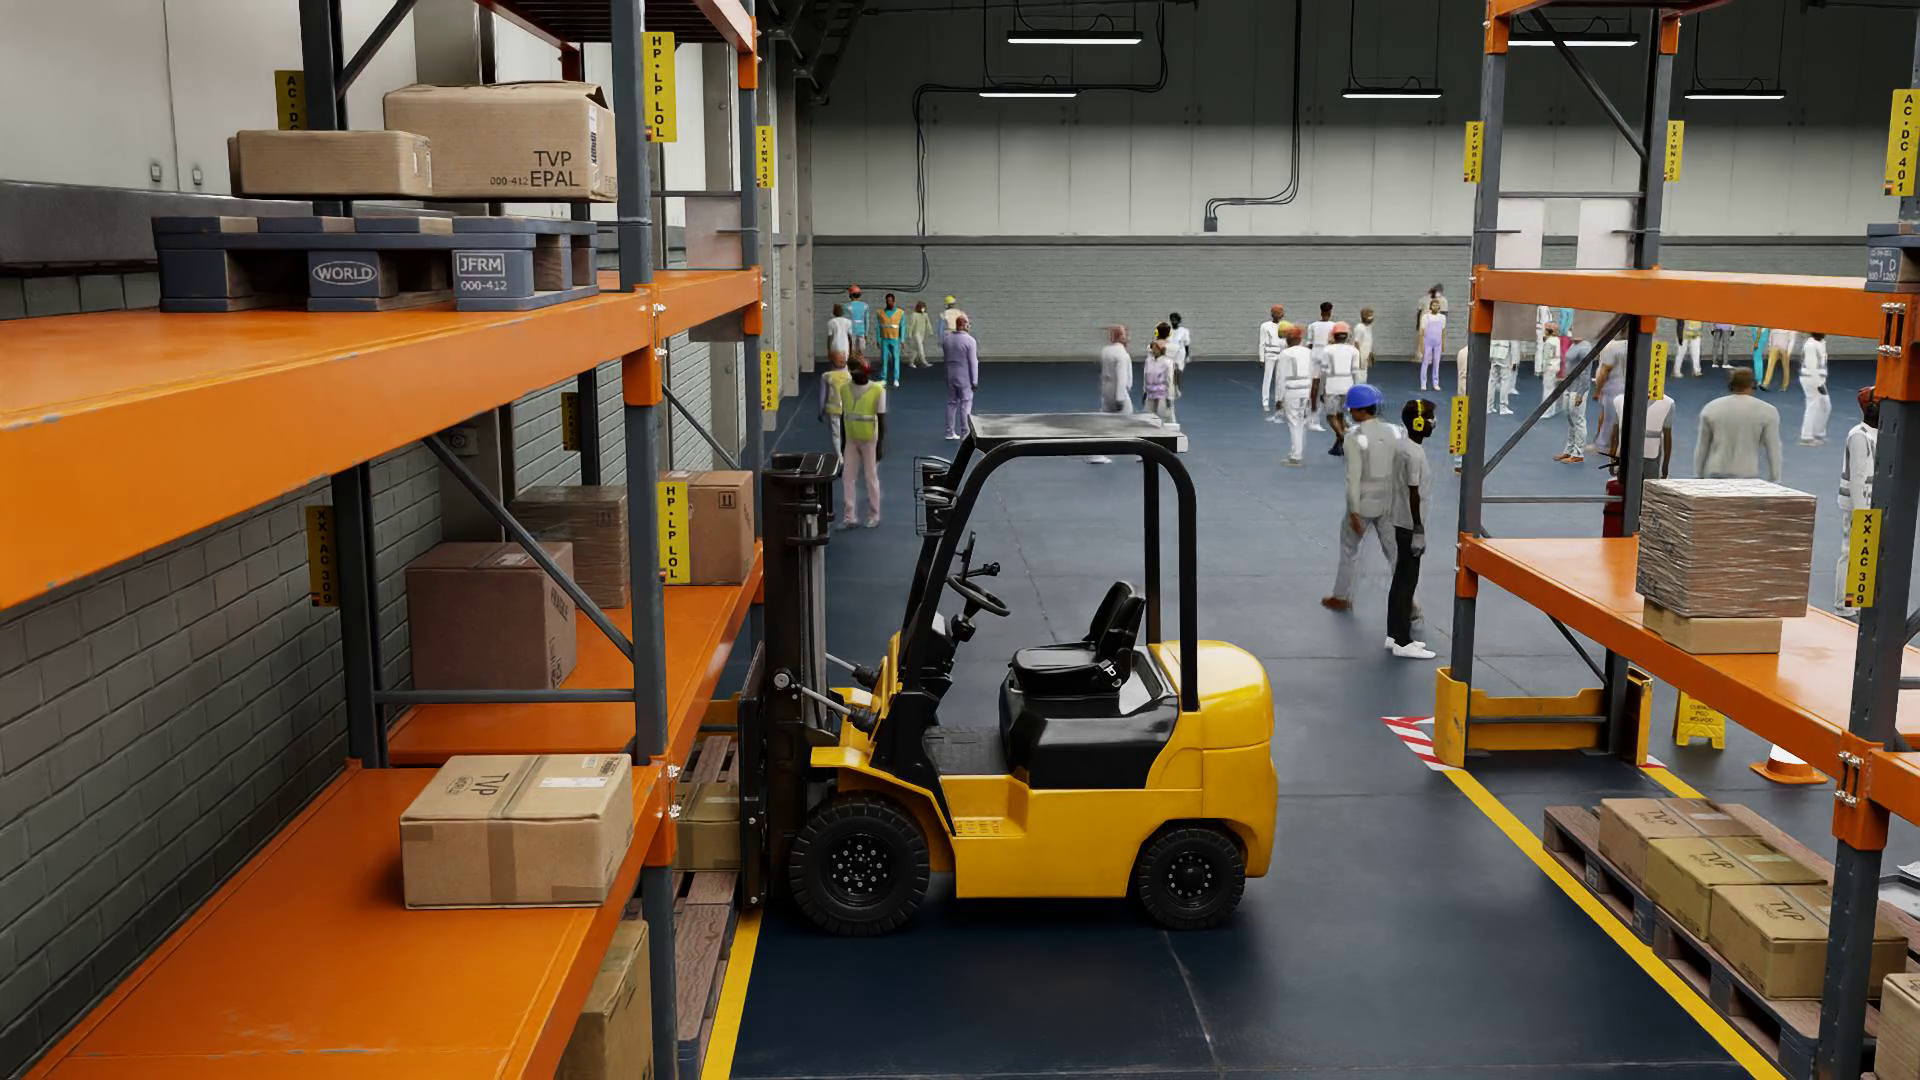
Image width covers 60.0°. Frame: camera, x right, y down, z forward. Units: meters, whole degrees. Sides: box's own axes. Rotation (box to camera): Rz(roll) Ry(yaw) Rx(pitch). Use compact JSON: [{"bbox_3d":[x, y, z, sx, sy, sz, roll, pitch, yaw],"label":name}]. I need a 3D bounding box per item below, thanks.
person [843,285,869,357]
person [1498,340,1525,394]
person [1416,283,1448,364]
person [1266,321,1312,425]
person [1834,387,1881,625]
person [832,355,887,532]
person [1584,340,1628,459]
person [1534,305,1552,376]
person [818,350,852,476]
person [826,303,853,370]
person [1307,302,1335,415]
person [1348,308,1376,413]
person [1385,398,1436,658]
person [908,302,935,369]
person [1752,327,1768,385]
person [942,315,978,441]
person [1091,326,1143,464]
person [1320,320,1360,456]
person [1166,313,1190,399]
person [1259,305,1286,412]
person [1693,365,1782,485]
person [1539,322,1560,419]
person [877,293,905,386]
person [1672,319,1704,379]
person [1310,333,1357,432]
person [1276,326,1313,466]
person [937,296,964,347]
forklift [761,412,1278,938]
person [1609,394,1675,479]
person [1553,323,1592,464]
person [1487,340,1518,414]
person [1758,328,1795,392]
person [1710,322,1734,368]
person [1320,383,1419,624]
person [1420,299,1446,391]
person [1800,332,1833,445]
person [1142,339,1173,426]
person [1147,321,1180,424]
[{"bbox_3d":[-2.272,-4.498,36.102,0.607,2.048,0.367,-6,12,-29],"label":"person"},{"bbox_3d":[10.886,-3.721,32.638,0.491,1.732,0.359,-7,12,-33],"label":"person"},{"bbox_3d":[11.488,-5.274,40.442,0.711,2.000,0.615,1,10,6],"label":"person"},{"bbox_3d":[5.464,-2.745,27.305,0.848,1.699,0.489,7,12,33],"label":"person"},{"bbox_3d":[7.001,-0.248,12.880,0.354,1.884,0.576,8,13,36],"label":"person"},{"bbox_3d":[-1.029,-0.995,17.225,0.614,1.811,0.605,6,12,29],"label":"person"},{"bbox_3d":[8.925,-2.131,22.929,0.707,2.000,0.896,-8,13,-39],"label":"person"},{"bbox_3d":[13.029,-4.601,37.134,0.356,1.883,0.573,2,10,11],"label":"person"},{"bbox_3d":[-1.544,-1.628,21.370,0.522,1.615,0.792,-2,10,-13],"label":"person"},{"bbox_3d":[-2.291,-3.614,31.788,0.523,1.827,0.619,-4,11,-21],"label":"person"},{"bbox_3d":[6.300,-3.140,28.791,0.604,1.958,0.381,8,13,36],"label":"person"},{"bbox_3d":[7.043,-3.140,29.121,0.406,1.844,0.682,8,13,37],"label":"person"},{"bbox_3d":[3.279,-0.088,12.027,0.328,1.873,0.512,1,10,4],"label":"person"},{"bbox_3d":[-0.939,-4.828,39.251,0.907,1.575,0.504,8,13,39],"label":"person"},{"bbox_3d":[16.586,-4.113,34.558,0.355,1.836,0.513,6,12,29],"label":"person"},{"bbox_3d":[0.030,-2.429,25.002,0.645,1.898,0.398,9,14,42],"label":"person"},{"bbox_3d":[2.202,-1.947,22.395,0.965,1.857,0.673,-4,11,-19],"label":"person"},{"bbox_3d":[5.282,-2.079,23.024,0.533,1.906,0.718,-2,10,-9],"label":"person"},{"bbox_3d":[4.034,-3.449,31.350,0.549,1.644,0.889,5,12,28],"label":"person"},{"bbox_3d":[5.546,-3.187,29.249,0.586,1.883,0.343,-2,10,-12],"label":"person"},{"bbox_3d":[6.717,-0.544,14.414,0.712,1.930,0.400,9,14,41],"label":"person"},{"bbox_3d":[9.987,-2.865,28.146,0.322,1.637,0.525,7,12,34],"label":"person"},{"bbox_3d":[-1.443,-4.165,34.601,0.587,1.920,0.394,2,10,10],"label":"person"},{"bbox_3d":[15.994,-4.426,36.414,0.652,1.784,0.977,-1,10,-7],"label":"person"},{"bbox_3d":[5.916,-2.484,26.161,0.827,1.582,0.561,3,11,17],"label":"person"},{"bbox_3d":[4.482,-1.937,22.379,0.583,1.864,0.605,-7,12,-35],"label":"person"},{"bbox_3d":[-0.196,-4.396,36.148,0.620,1.818,0.420,-3,11,-17],"label":"person"},{"bbox_3d":[0.291,0.548,7.580,2.313,2.155,1.214,0,10,-2],"label":"forklift"},{"bbox_3d":[6.524,-0.773,15.947,0.561,1.836,0.394,7,12,35],"label":"person"},{"bbox_3d":[8.313,-1.997,22.471,0.372,1.940,0.630,0,10,2],"label":"person"},{"bbox_3d":[9.424,-3.144,28.956,0.396,1.910,0.586,-7,13,-36],"label":"person"},{"bbox_3d":[16.215,-3.766,32.934,0.920,1.707,0.537,-9,13,-40],"label":"person"},{"bbox_3d":[18.101,-5.037,39.449,0.383,1.922,0.589,-7,12,-35],"label":"person"},{"bbox_3d":[3.283,-0.289,13.115,0.633,1.897,1.020,-5,11,-24],"label":"person"},{"bbox_3d":[9.497,-3.916,33.418,0.517,1.844,0.332,-1,10,-3],"label":"person"},{"bbox_3d":[12.620,-2.307,24.429,0.468,1.863,0.664,9,13,40],"label":"person"},{"bbox_3d":[2.770,-1.999,23.309,0.352,1.626,0.554,-9,13,-40],"label":"person"},{"bbox_3d":[2.870,-2.167,23.614,0.515,1.870,0.333,-2,10,-10],"label":"person"}]
